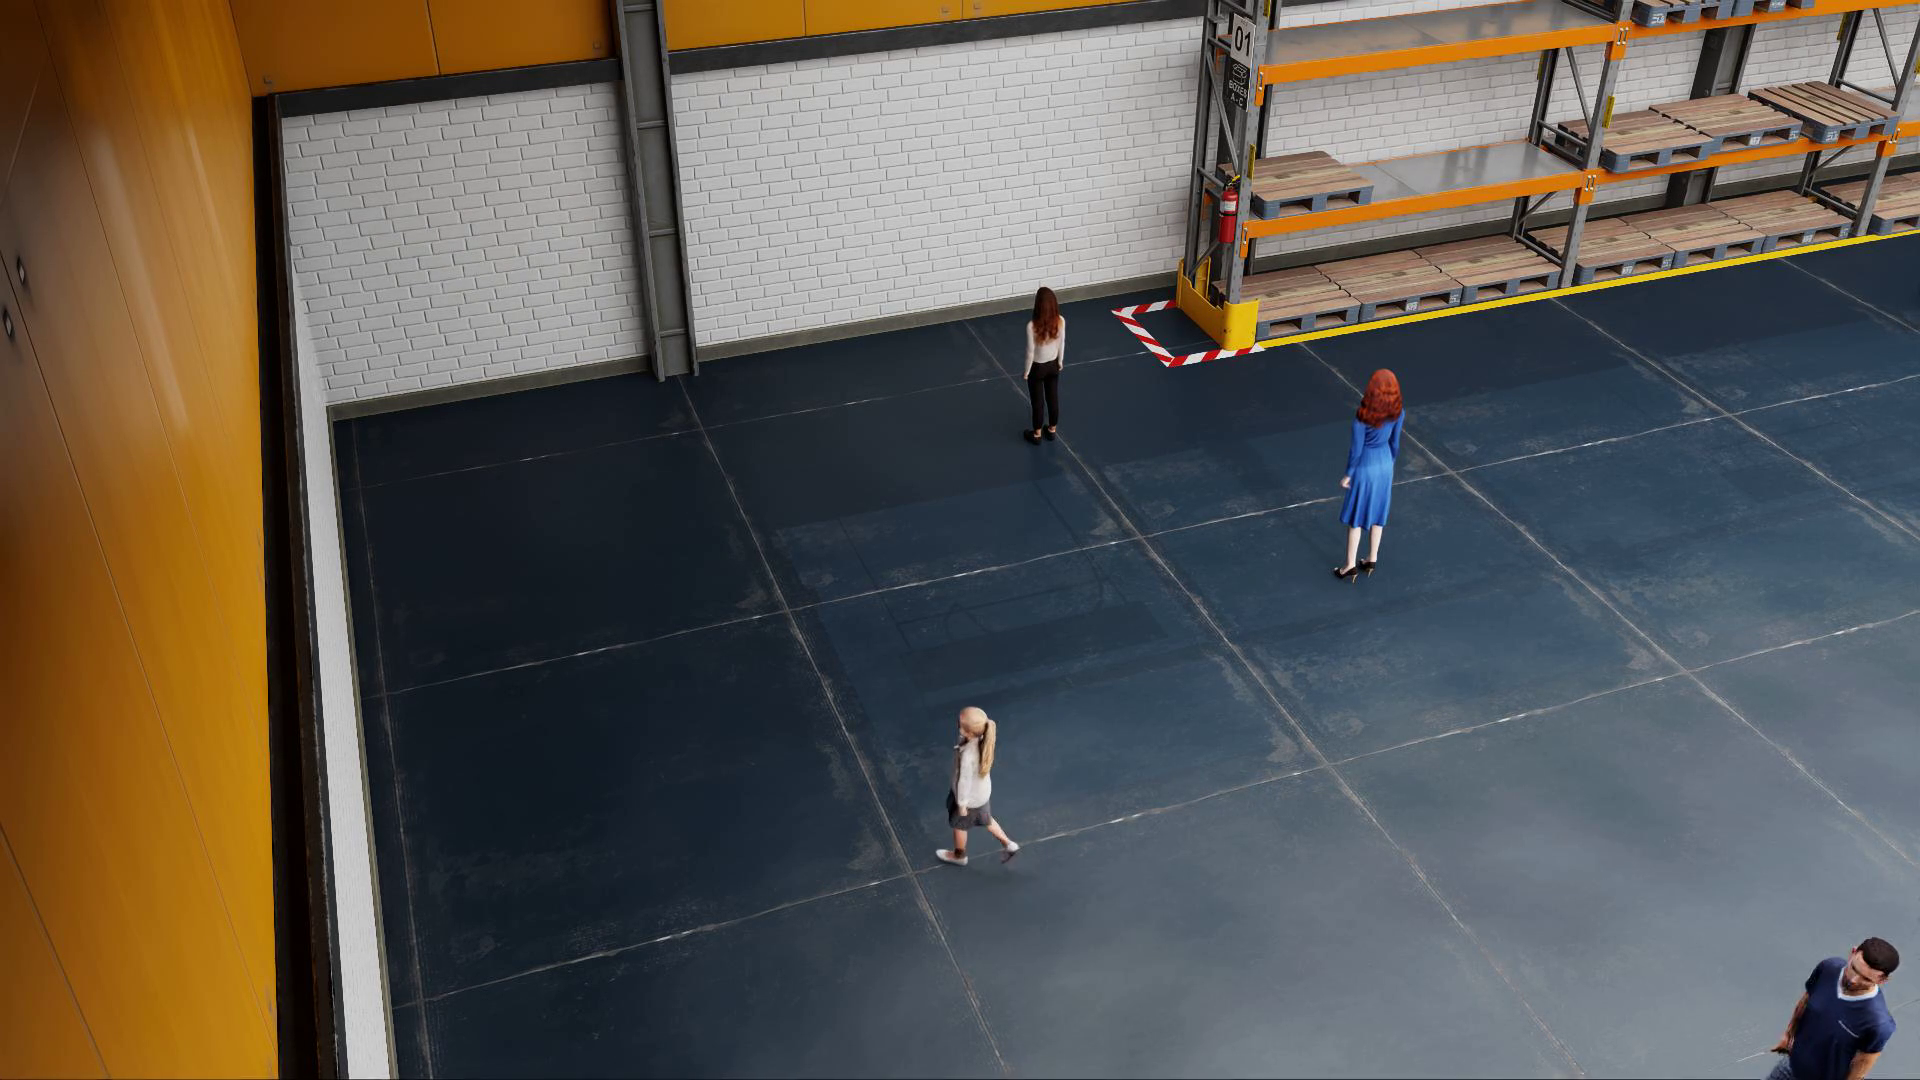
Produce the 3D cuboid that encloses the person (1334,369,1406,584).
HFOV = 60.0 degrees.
[{"bbox_3d":[3.133,-0.480,12.723,0.509,1.828,0.674,-13,36,-18],"label":"person"}]

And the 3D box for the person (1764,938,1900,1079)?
[{"bbox_3d":[4.185,2.595,8.091,0.663,1.835,0.685,-2,34,-3],"label":"person"}]

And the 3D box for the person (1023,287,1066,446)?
[{"bbox_3d":[0.742,-1.529,14.611,0.458,1.485,0.614,-15,36,-21],"label":"person"}]

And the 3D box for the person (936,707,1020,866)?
[{"bbox_3d":[0.118,1.533,10.203,0.828,1.264,0.773,15,36,21],"label":"person"}]
